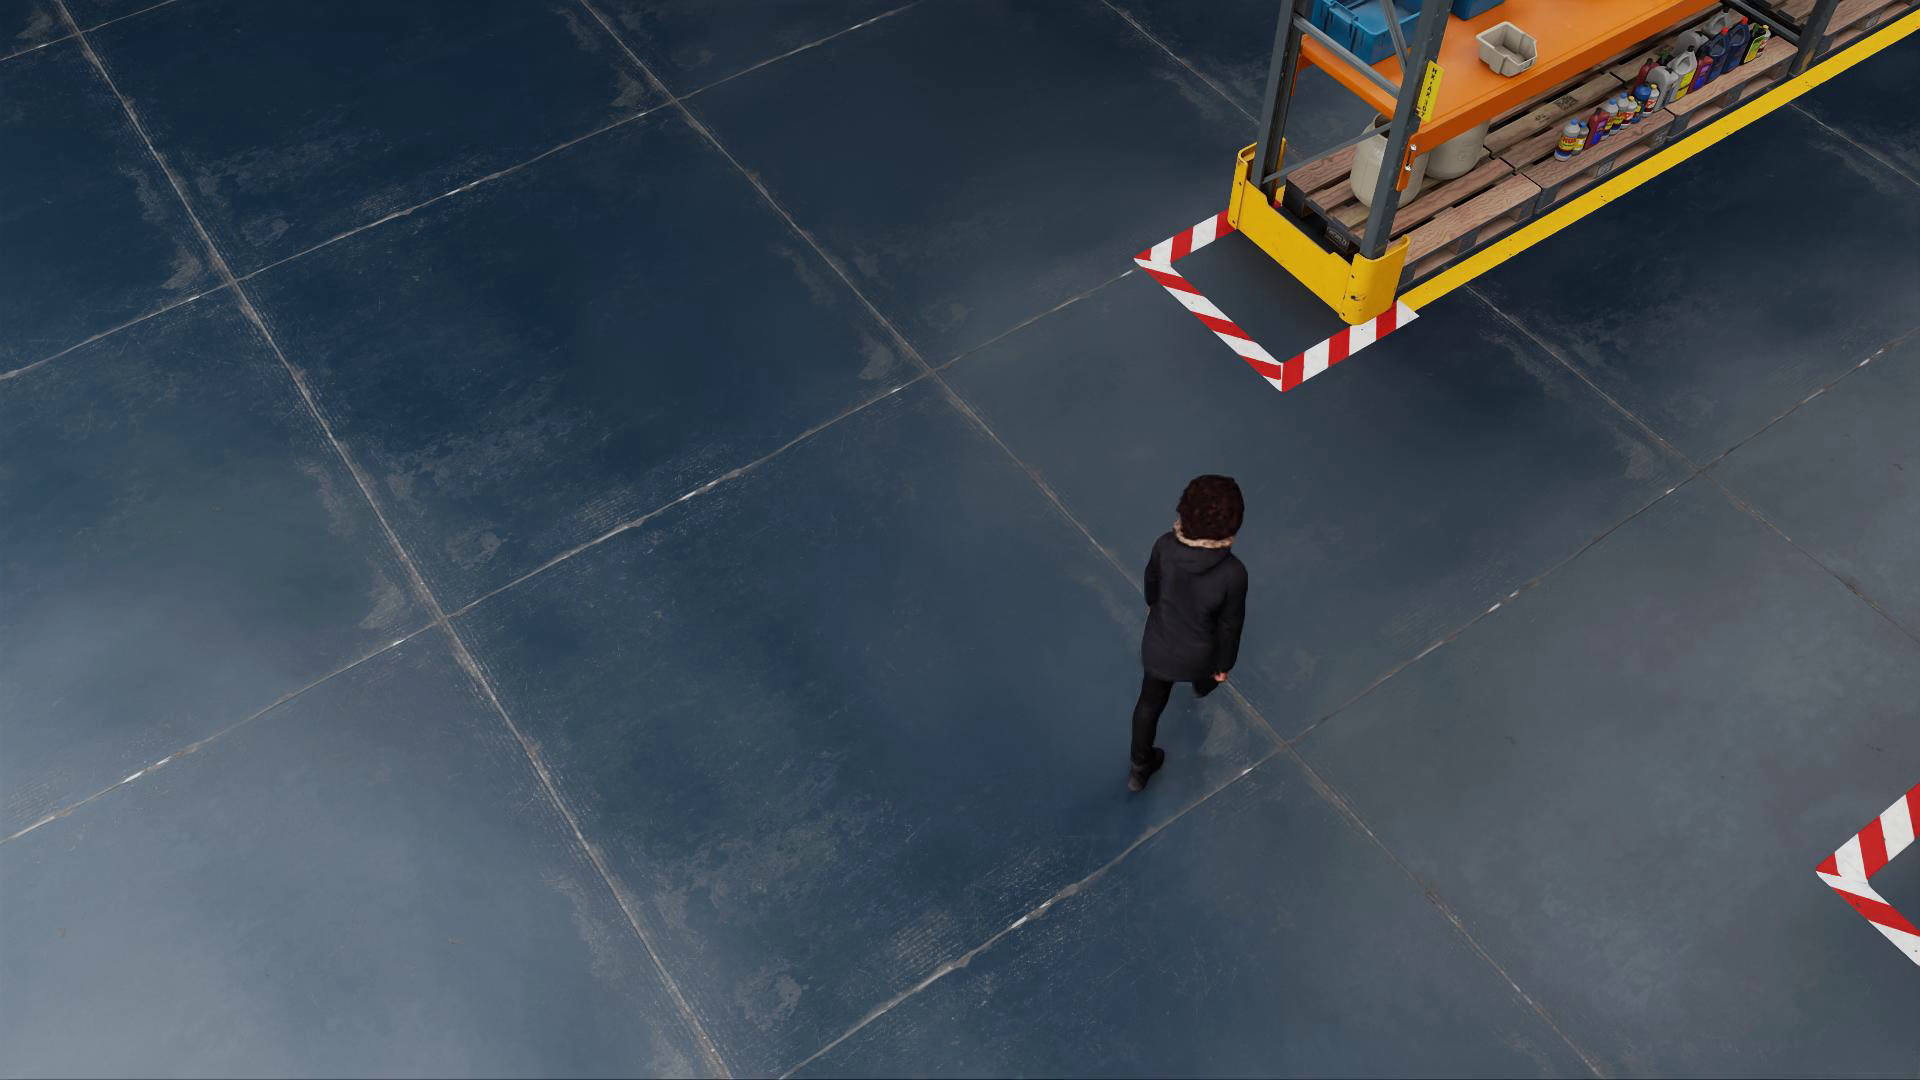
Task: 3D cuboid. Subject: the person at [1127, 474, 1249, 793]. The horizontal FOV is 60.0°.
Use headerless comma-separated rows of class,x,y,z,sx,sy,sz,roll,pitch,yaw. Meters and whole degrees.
person,0.959,0.505,7.243,0.992,1.728,1.195,25,56,18
